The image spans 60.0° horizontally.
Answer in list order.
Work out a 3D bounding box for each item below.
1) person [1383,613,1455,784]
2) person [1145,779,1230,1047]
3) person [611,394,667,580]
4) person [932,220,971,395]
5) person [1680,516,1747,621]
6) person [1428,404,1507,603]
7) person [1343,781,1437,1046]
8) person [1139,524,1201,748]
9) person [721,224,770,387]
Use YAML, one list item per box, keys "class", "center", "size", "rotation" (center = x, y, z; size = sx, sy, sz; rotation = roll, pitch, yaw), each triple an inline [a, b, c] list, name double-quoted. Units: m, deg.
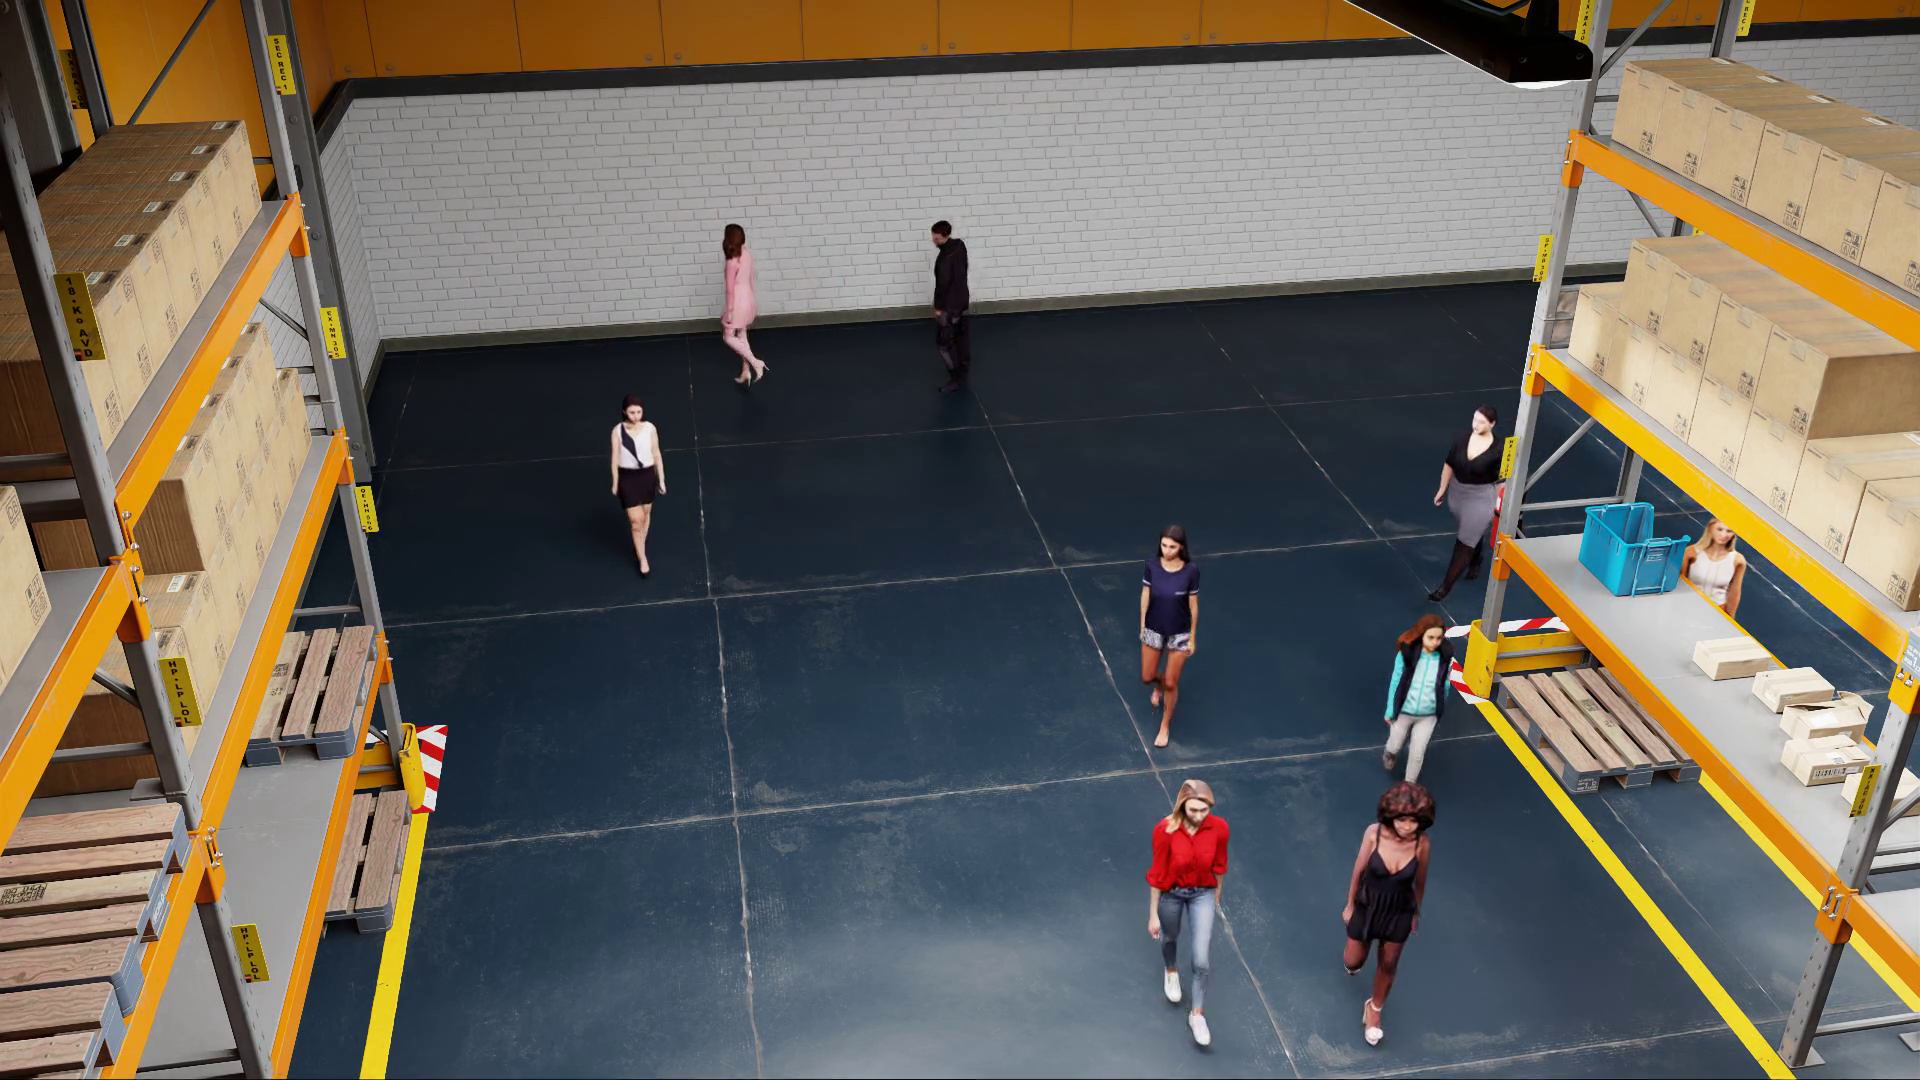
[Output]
- class: "person"
  center: [3.094, 1.112, 11.373]
  size: [0.679, 1.489, 0.828]
  rotation: [2, 29, 3]
- class: "person"
  center: [1.277, 1.996, 9.554]
  size: [0.717, 1.679, 0.914]
  rotation: [0, 29, 0]
- class: "person"
  center: [-2.776, -0.511, 14.204]
  size: [0.693, 1.628, 0.799]
  rotation: [-13, 31, -22]
- class: "person"
  center: [-0.039, -2.534, 17.655]
  size: [1.000, 1.874, 0.854]
  rotation: [22, 36, 35]
- class: "person"
  center: [5.335, 0.577, 12.029]
  size: [0.722, 1.800, 0.745]
  rotation: [9, 30, 17]
- class: "person"
  center: [4.305, -0.341, 13.809]
  size: [1.061, 1.708, 1.148]
  rotation: [-21, 35, -33]
- class: "person"
  center: [2.369, 2.040, 9.372]
  size: [0.727, 1.776, 0.886]
  rotation: [3, 29, 6]
- class: "person"
  center: [1.529, 0.627, 11.986]
  size: [0.784, 1.753, 0.898]
  rotation: [9, 30, 16]
- class: "person"
  center: [-2.260, -2.435, 17.565]
  size: [0.886, 1.786, 0.830]
  rotation: [15, 32, 25]
